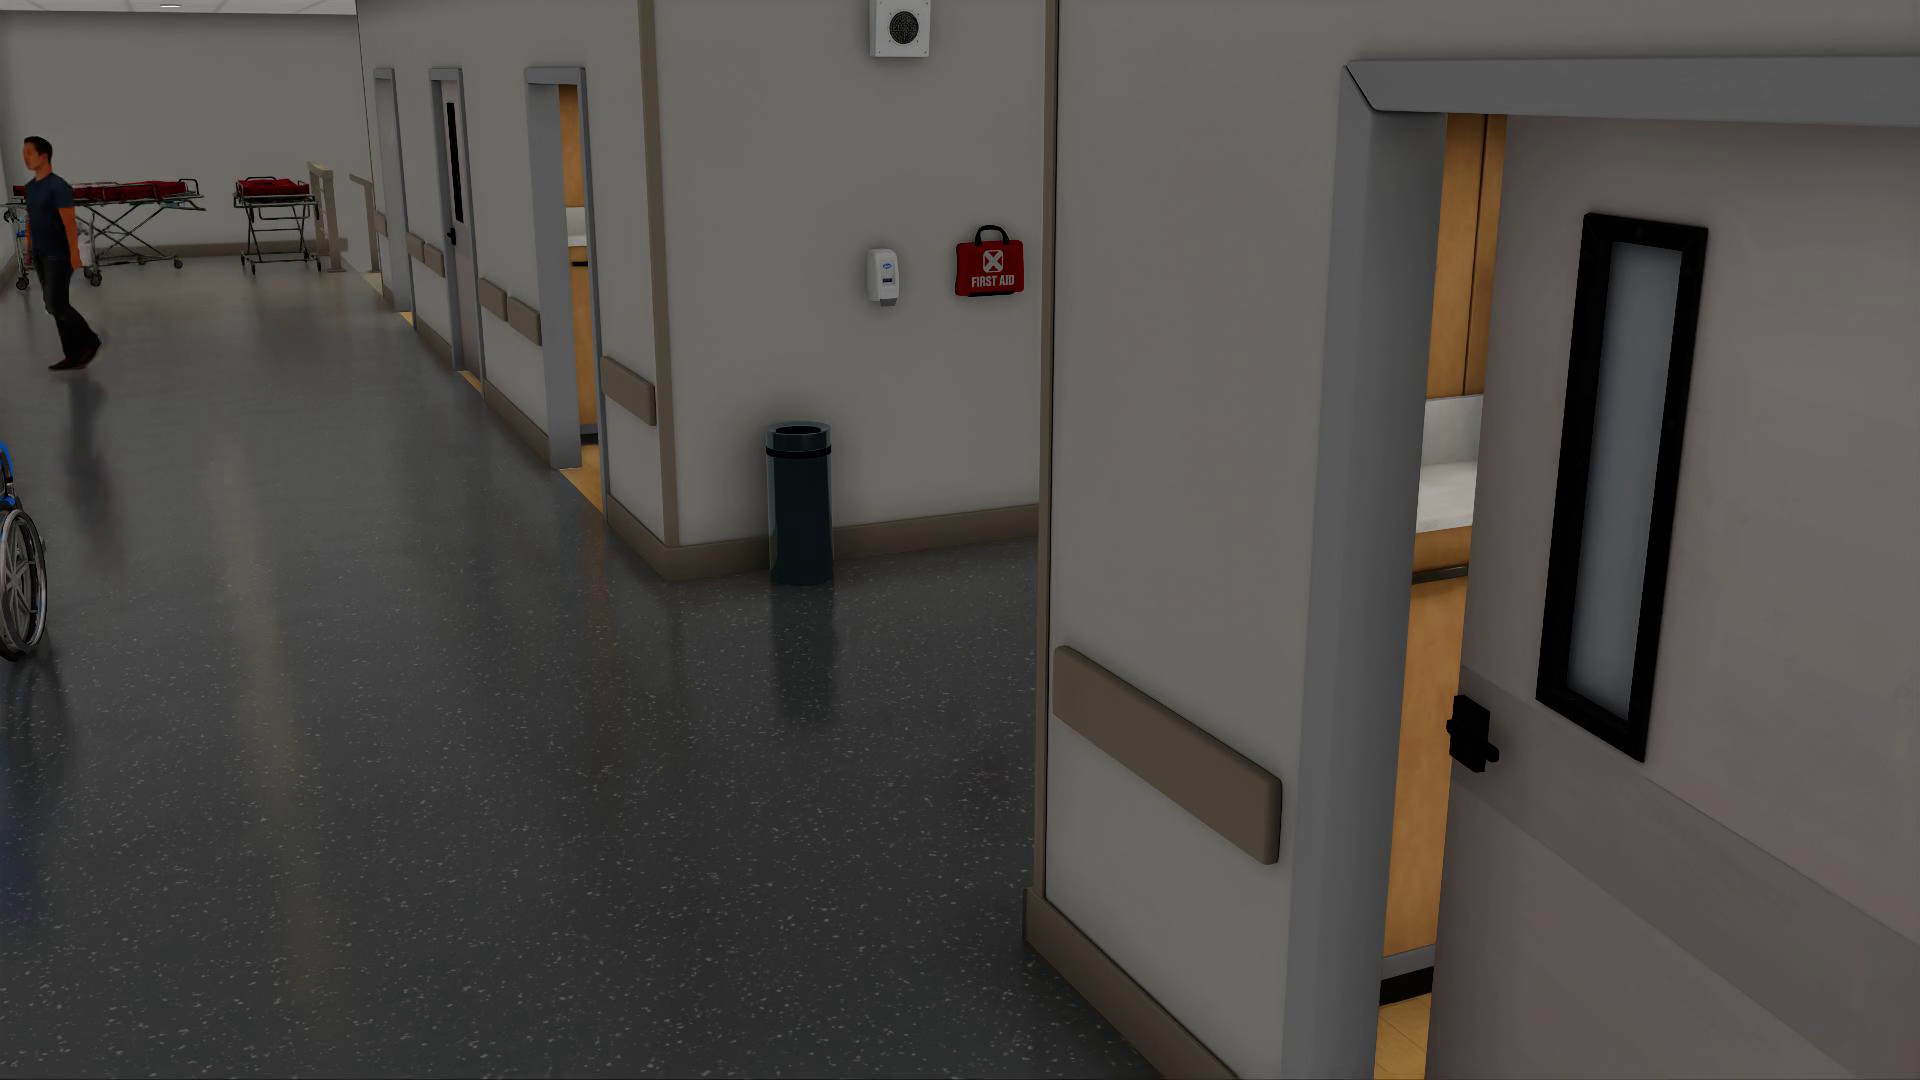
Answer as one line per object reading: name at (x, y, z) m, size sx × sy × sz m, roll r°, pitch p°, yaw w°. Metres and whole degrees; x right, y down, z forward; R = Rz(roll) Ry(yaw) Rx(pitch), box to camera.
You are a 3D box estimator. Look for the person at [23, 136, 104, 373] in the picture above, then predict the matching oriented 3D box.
person at (-6.973, -2.218, 12.972) m, size 0.777 × 1.798 × 0.858 m, roll 10°, pitch 18°, yaw 30°
